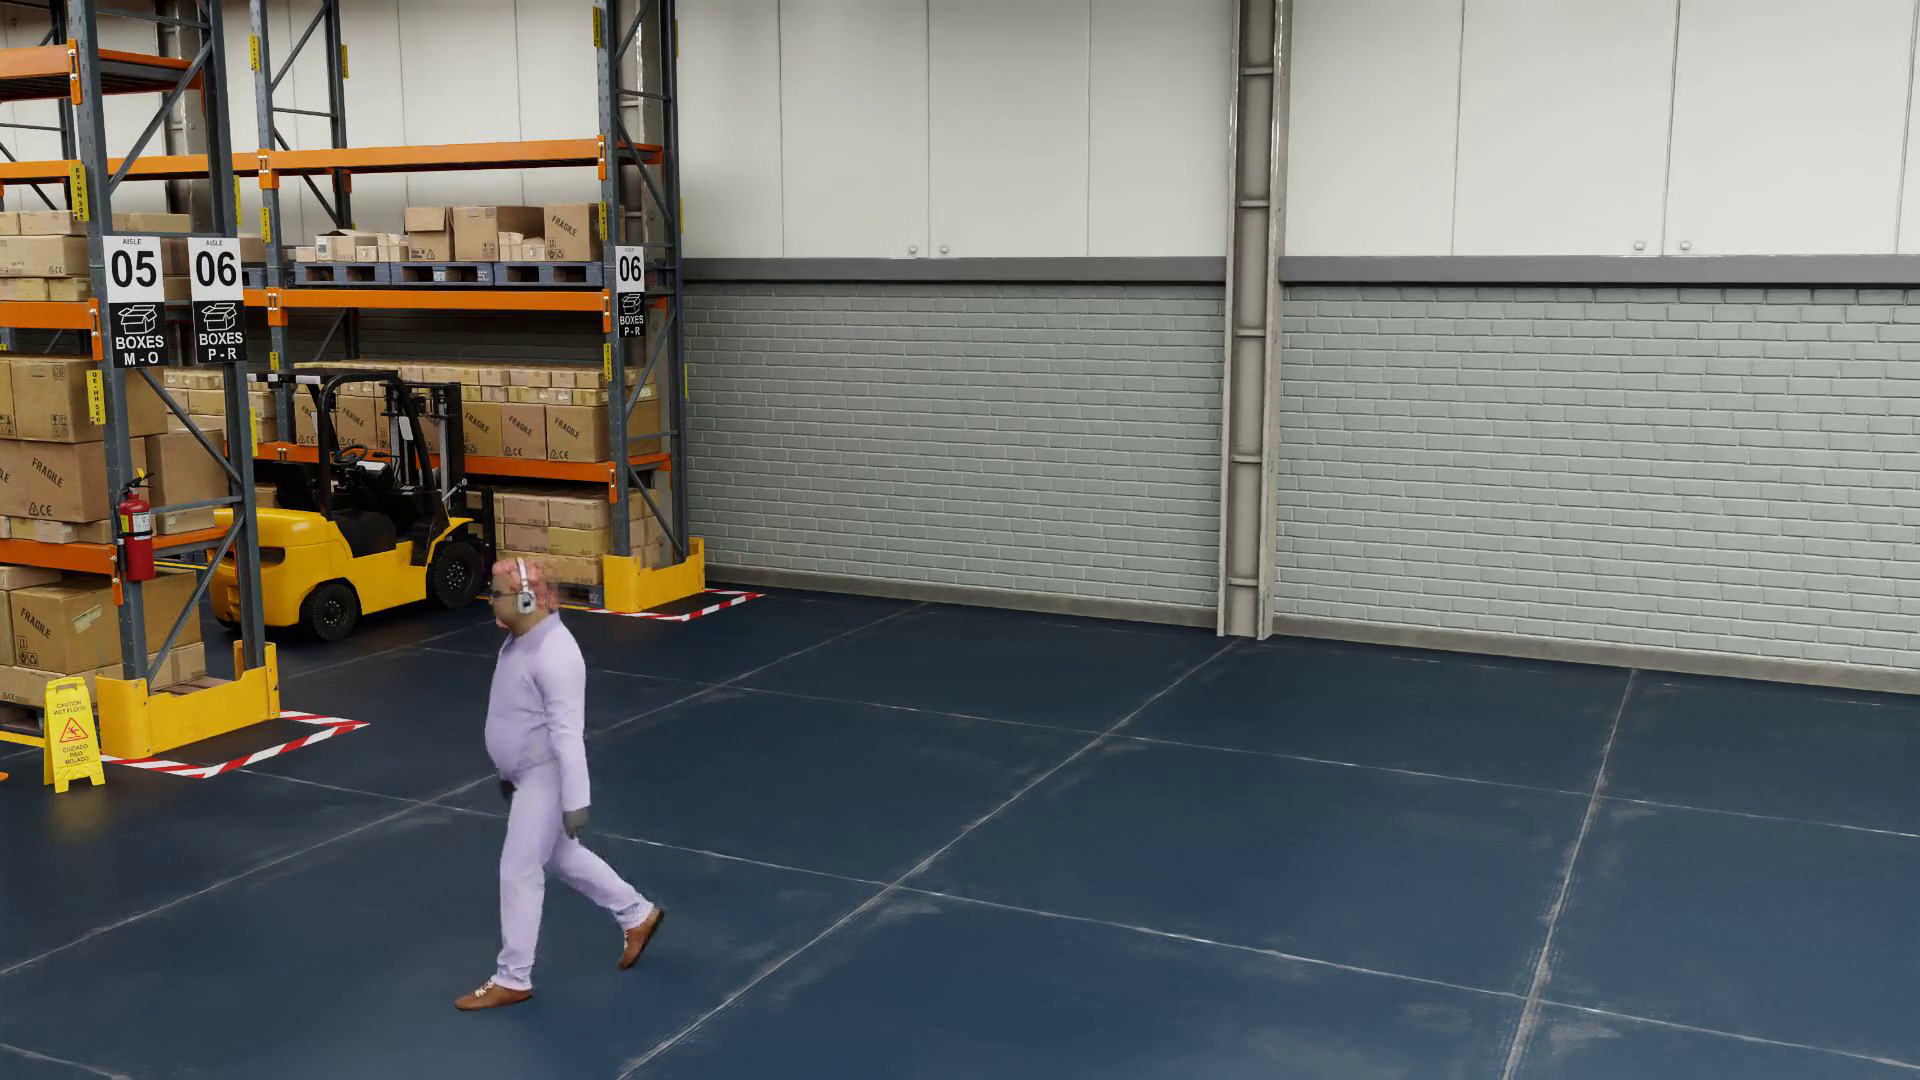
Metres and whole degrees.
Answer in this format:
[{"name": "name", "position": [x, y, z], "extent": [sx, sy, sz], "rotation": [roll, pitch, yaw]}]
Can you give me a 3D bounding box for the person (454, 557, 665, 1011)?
[{"name": "person", "position": [-1.676, 0.980, 6.948], "extent": [0.870, 1.877, 0.650], "rotation": [-4, 10, -25]}]
